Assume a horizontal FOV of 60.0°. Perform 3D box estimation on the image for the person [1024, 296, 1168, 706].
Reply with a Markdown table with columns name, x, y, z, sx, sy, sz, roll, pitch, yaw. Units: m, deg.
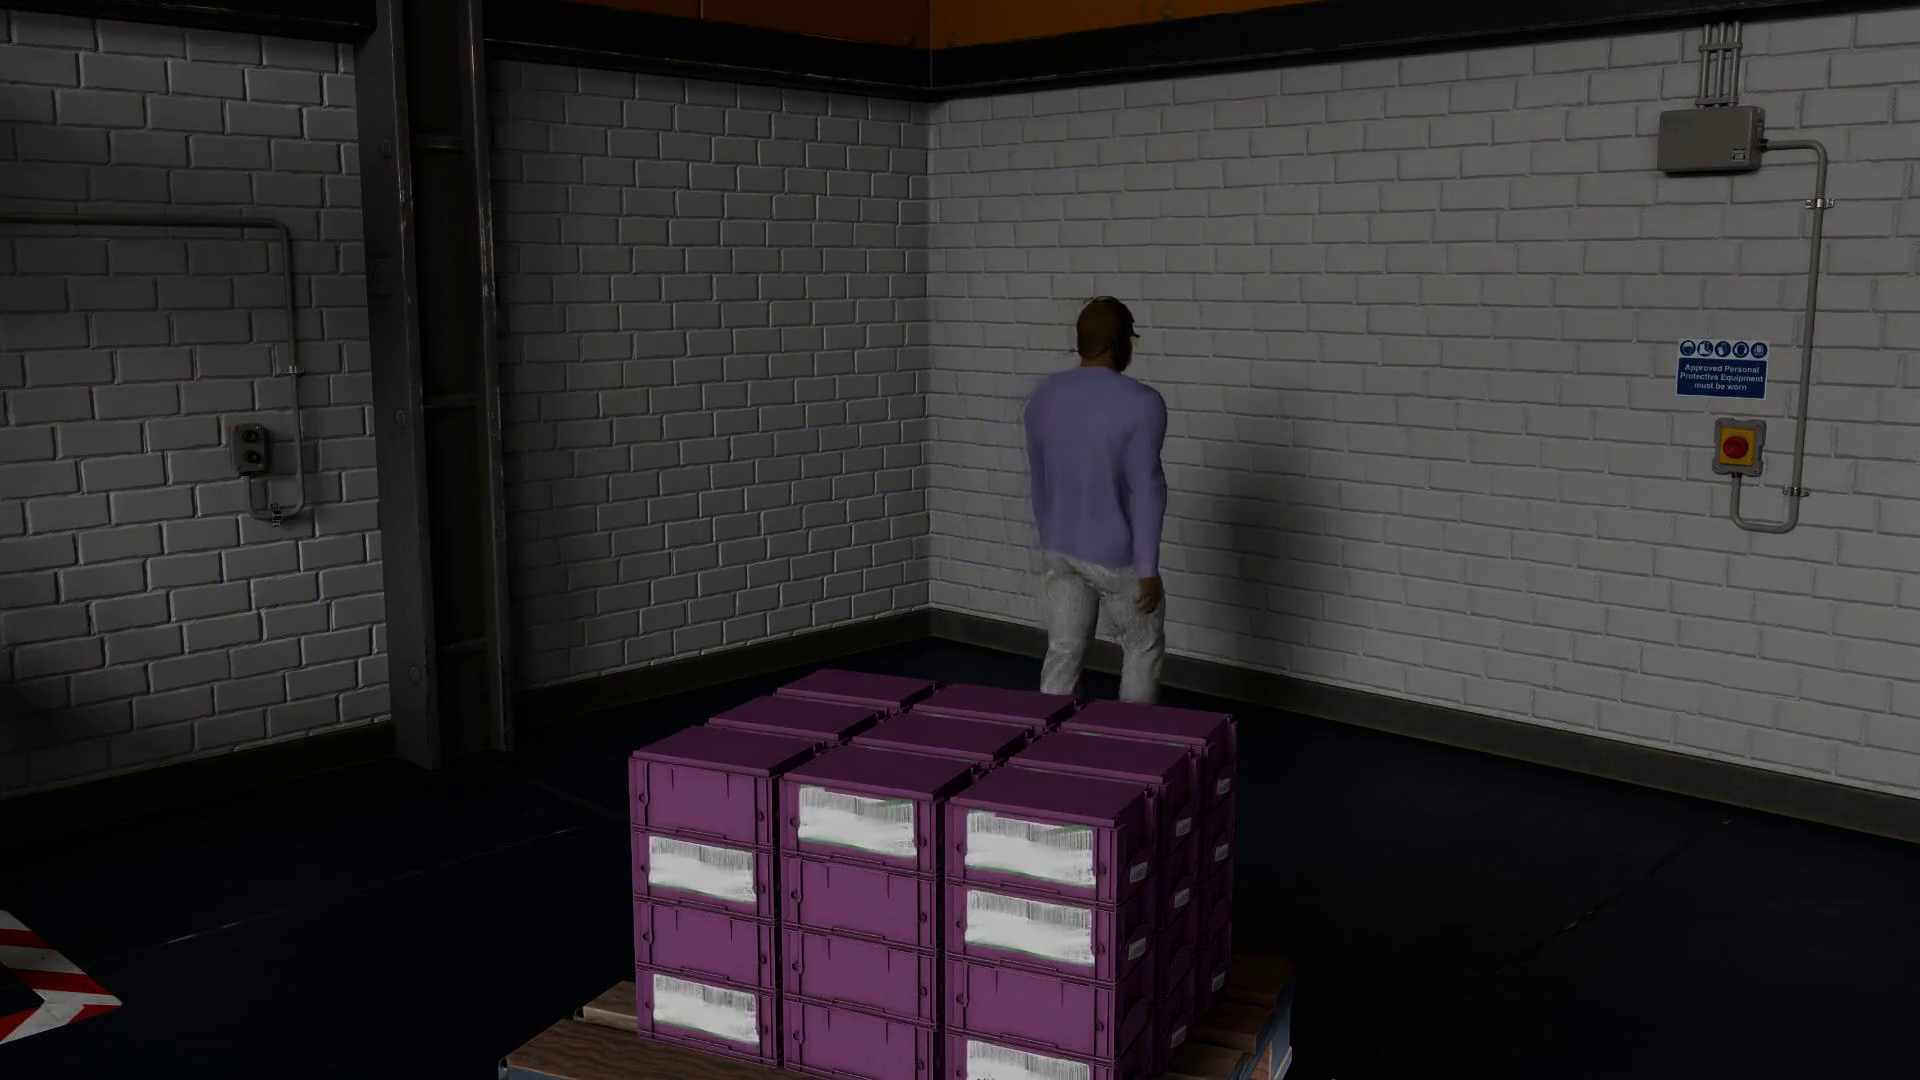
| name | x | y | z | sx | sy | sz | roll | pitch | yaw |
| --- | --- | --- | --- | --- | --- | --- | --- | --- | --- |
| person | 0.580 | 0.052 | 6.267 | 0.662 | 1.913 | 0.772 | 8 | 12 | 40 |
